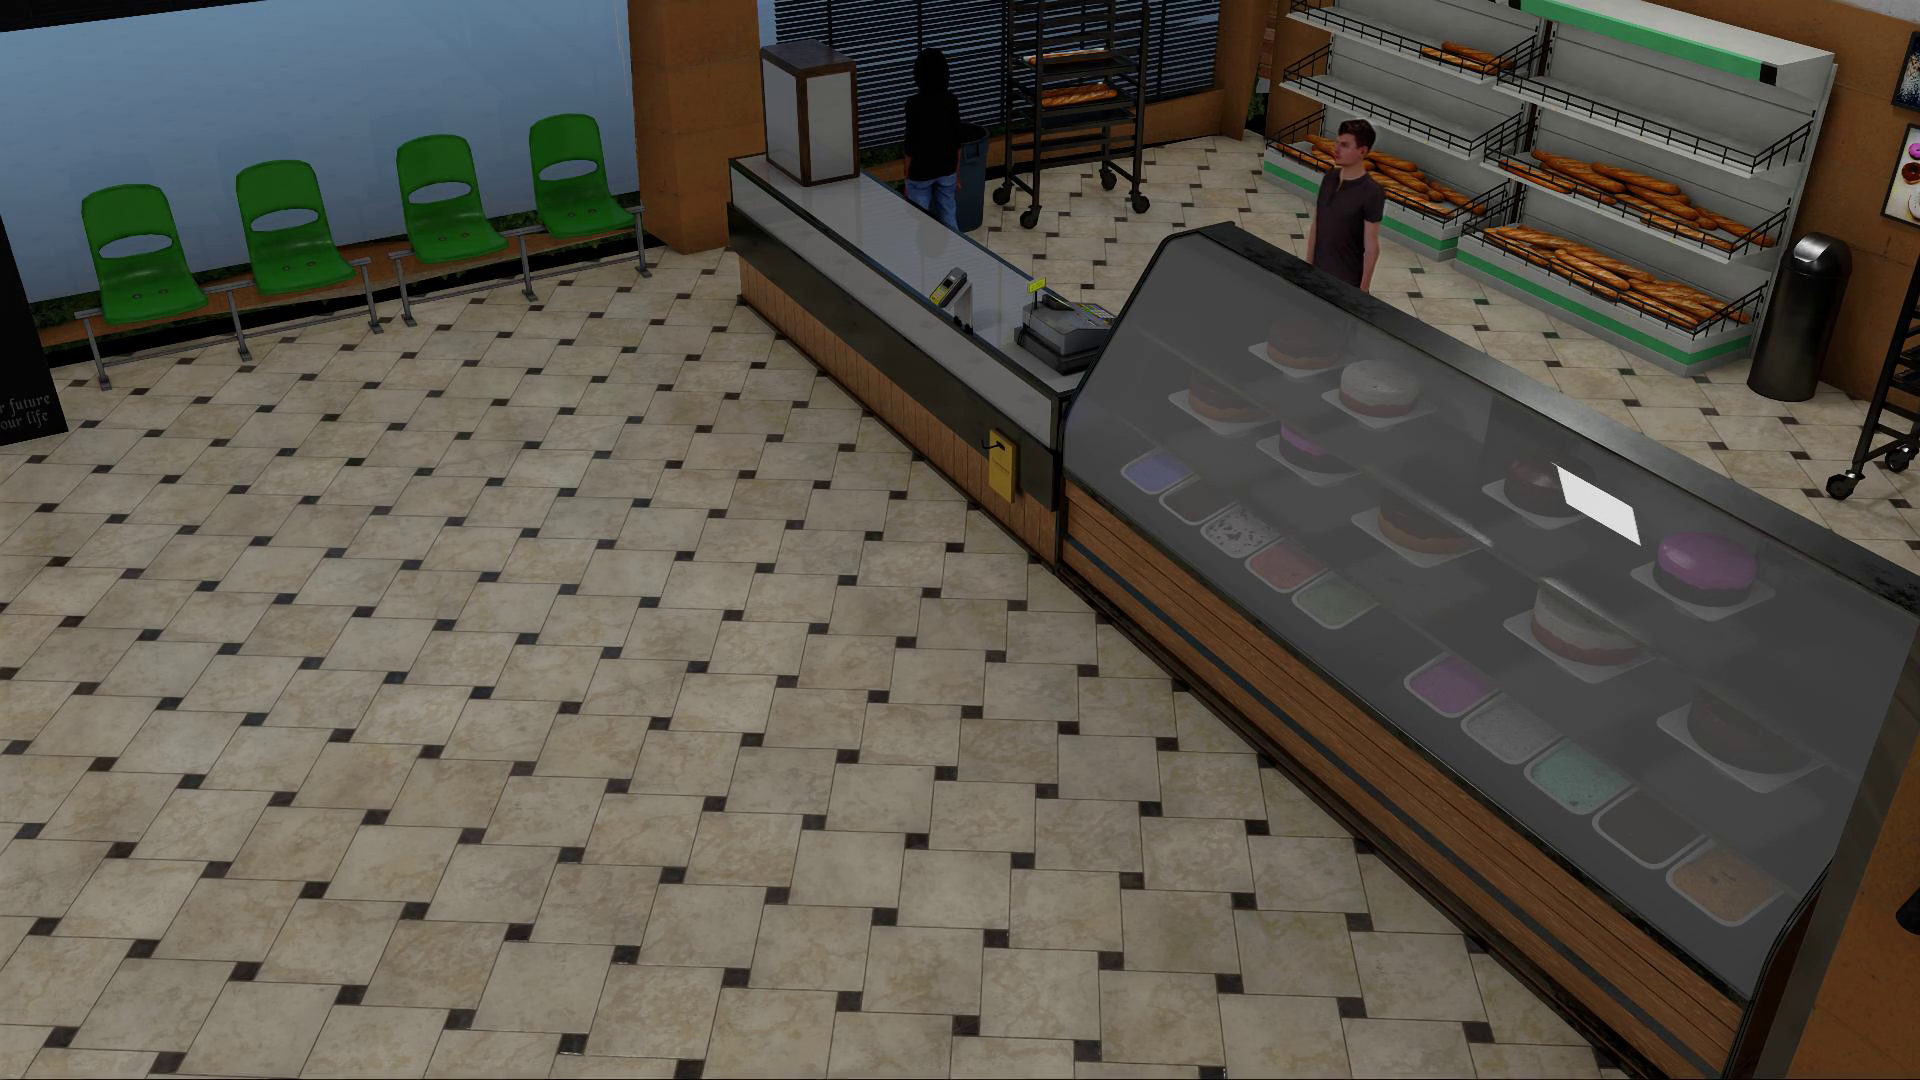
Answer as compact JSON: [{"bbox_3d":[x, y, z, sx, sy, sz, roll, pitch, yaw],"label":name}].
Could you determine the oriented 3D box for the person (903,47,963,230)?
[{"bbox_3d":[-0.189,-2.399,10.990,0.508,1.702,0.654,-12,34,-19],"label":"person"}]

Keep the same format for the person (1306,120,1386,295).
[{"bbox_3d":[2.131,-1.448,9.320,0.516,1.851,0.643,-17,36,-25],"label":"person"}]
